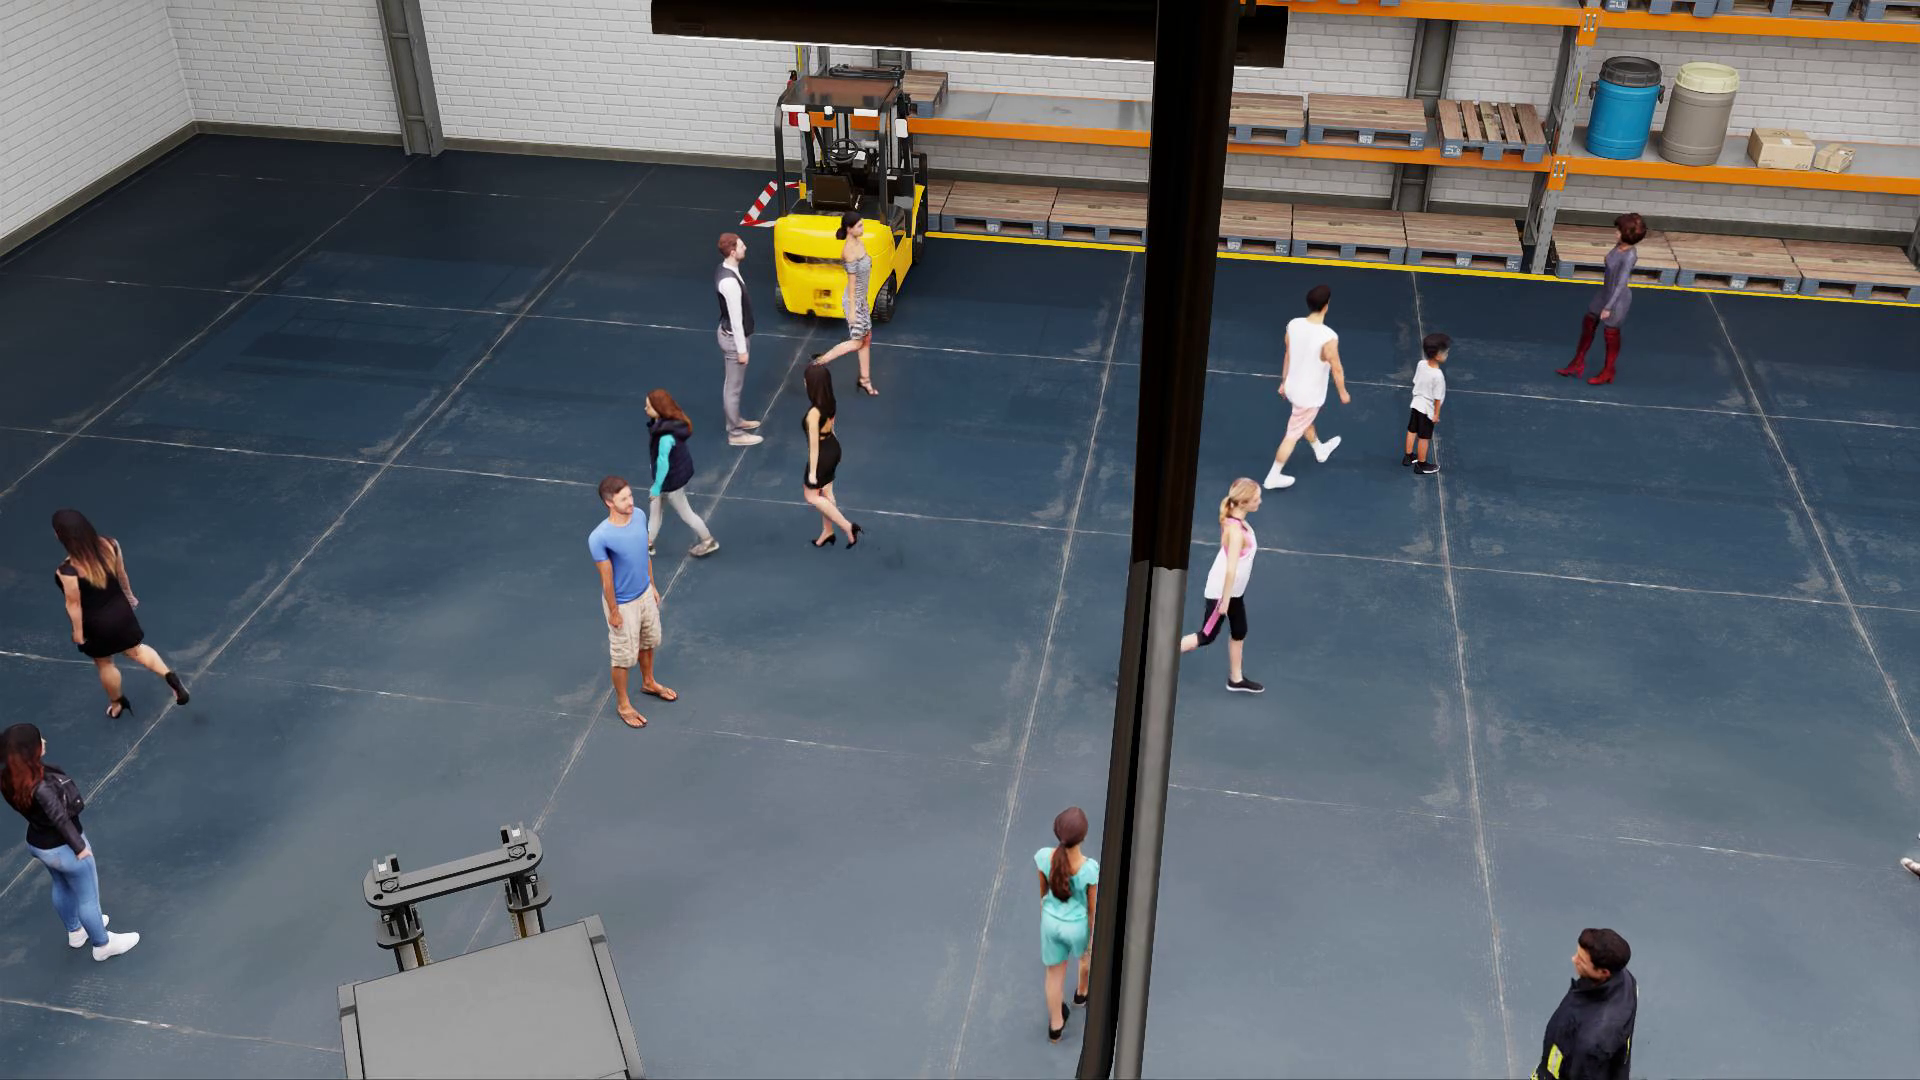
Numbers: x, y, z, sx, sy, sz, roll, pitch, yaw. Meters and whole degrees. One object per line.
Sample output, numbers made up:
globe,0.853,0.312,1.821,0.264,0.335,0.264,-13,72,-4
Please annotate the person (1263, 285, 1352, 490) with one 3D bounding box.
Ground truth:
person,2.776,-1.191,13.724,1.201,1.727,1.104,-18,38,-25

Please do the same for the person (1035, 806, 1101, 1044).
person,0.556,2.103,8.935,0.749,1.543,0.702,12,36,18

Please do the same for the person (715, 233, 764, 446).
person,-1.956,-1.746,14.374,0.669,1.932,0.721,-5,34,-8

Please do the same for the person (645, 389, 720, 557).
person,-2.187,-0.477,12.886,1.035,1.467,0.852,-10,35,-14

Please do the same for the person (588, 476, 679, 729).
person,-2.250,0.374,11.247,0.703,1.863,0.723,19,38,26

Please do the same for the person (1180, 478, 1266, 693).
person,1.709,0.342,11.393,1.131,1.754,0.653,4,34,5

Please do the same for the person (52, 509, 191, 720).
person,-5.659,0.543,11.140,0.933,1.699,0.734,10,35,15

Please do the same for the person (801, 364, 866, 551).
person,-0.988,-0.595,12.906,0.756,1.641,0.639,12,35,17

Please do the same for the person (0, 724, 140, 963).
person,-5.121,1.708,9.442,0.640,1.638,0.778,20,39,27

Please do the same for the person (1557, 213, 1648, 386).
person,6.063,-2.184,15.245,0.745,1.697,0.658,2,34,4

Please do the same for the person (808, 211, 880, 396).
person,-1.026,-2.114,15.041,0.875,1.807,0.603,4,34,6

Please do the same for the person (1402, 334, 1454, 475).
person,3.948,-1.163,14.103,0.616,1.260,0.573,-13,36,-19

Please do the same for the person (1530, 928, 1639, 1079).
person,3.035,2.592,7.874,1.157,1.903,0.941,14,36,20
